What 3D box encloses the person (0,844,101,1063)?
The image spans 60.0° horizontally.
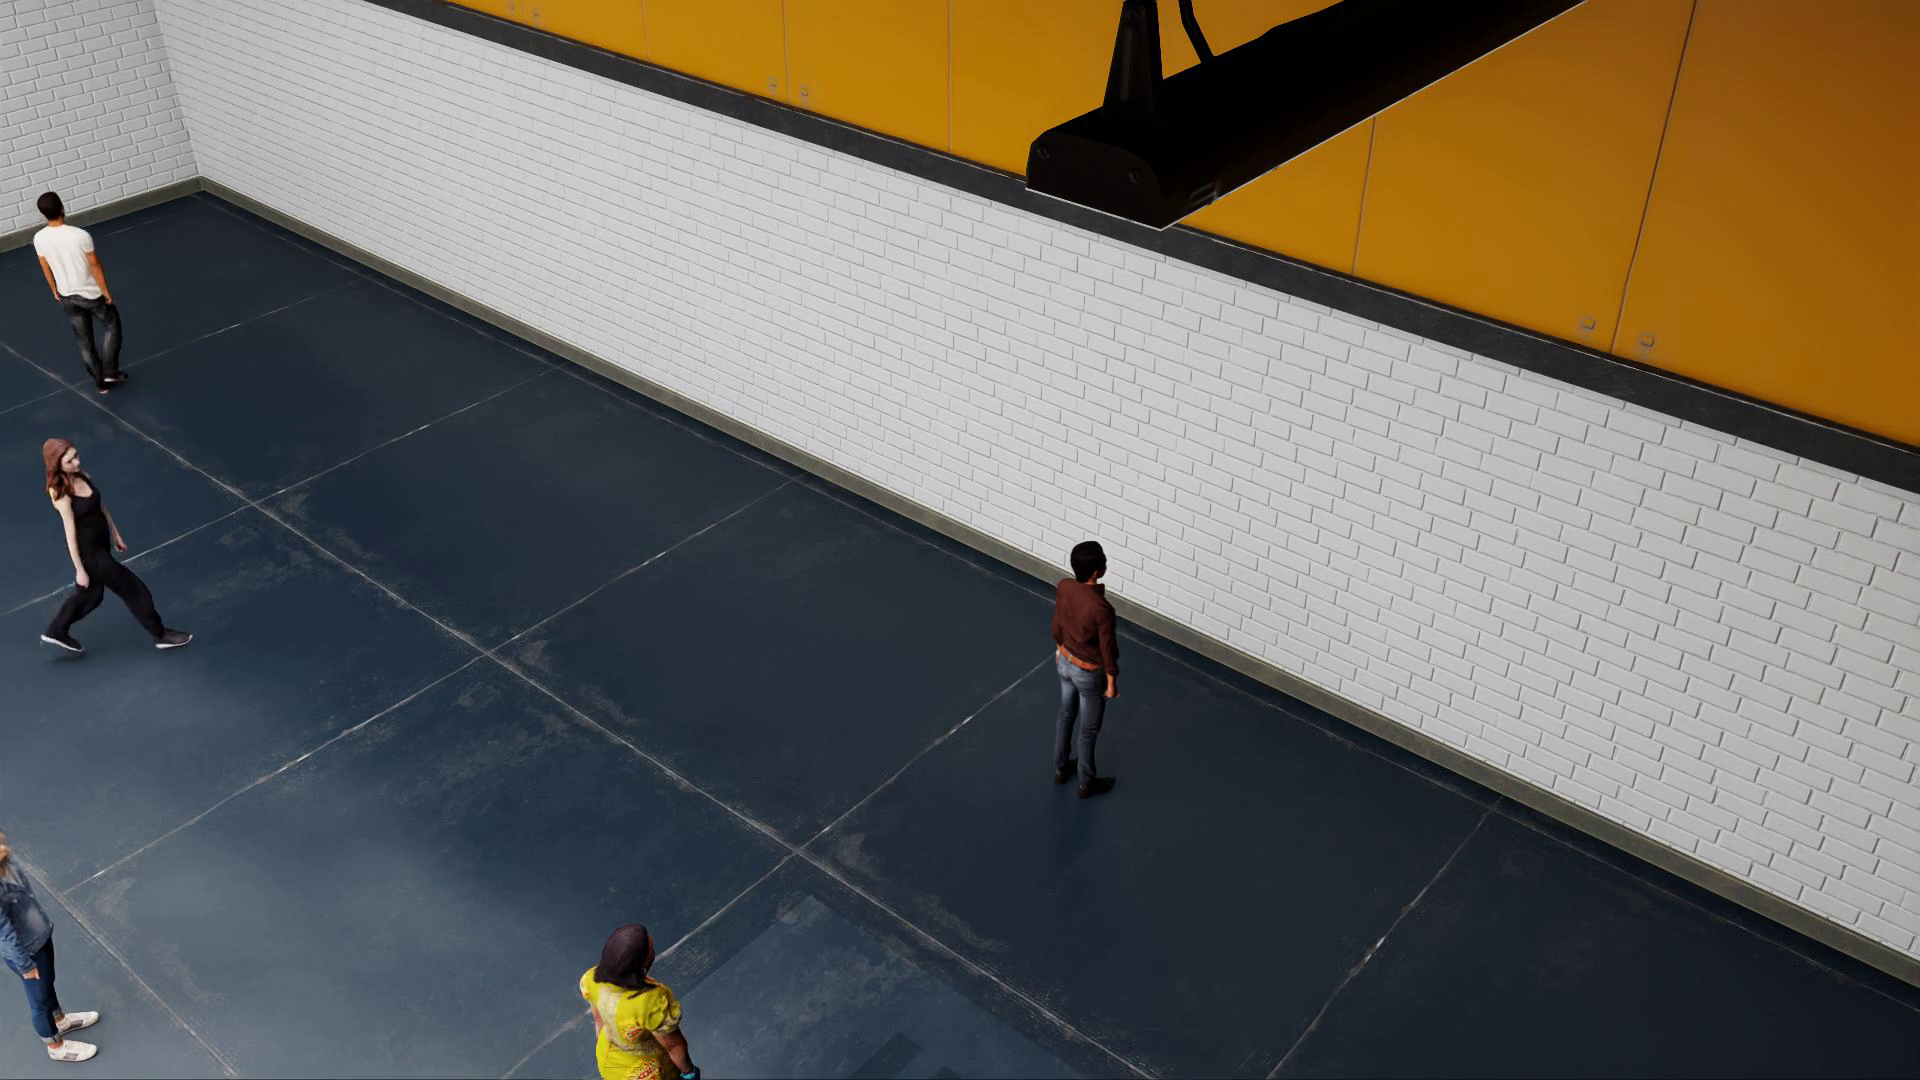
[{"bbox_3d":[-4.669,2.010,8.296,0.653,1.477,0.640,-12,35,-17],"label":"person"}]

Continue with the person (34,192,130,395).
[{"bbox_3d":[-7.498,-2.058,14.134,0.770,1.799,0.835,-3,34,-5],"label":"person"}]

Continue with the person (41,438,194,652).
[{"bbox_3d":[-5.826,0.089,10.985,1.213,1.699,1.123,-5,34,-7],"label":"person"}]

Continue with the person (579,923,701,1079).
[{"bbox_3d":[-1.501,2.442,7.505,0.750,1.643,0.697,25,41,32],"label":"person"}]

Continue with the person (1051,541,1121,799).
[{"bbox_3d":[0.727,0.769,9.889,0.586,1.781,0.684,-24,41,-32],"label":"person"}]
